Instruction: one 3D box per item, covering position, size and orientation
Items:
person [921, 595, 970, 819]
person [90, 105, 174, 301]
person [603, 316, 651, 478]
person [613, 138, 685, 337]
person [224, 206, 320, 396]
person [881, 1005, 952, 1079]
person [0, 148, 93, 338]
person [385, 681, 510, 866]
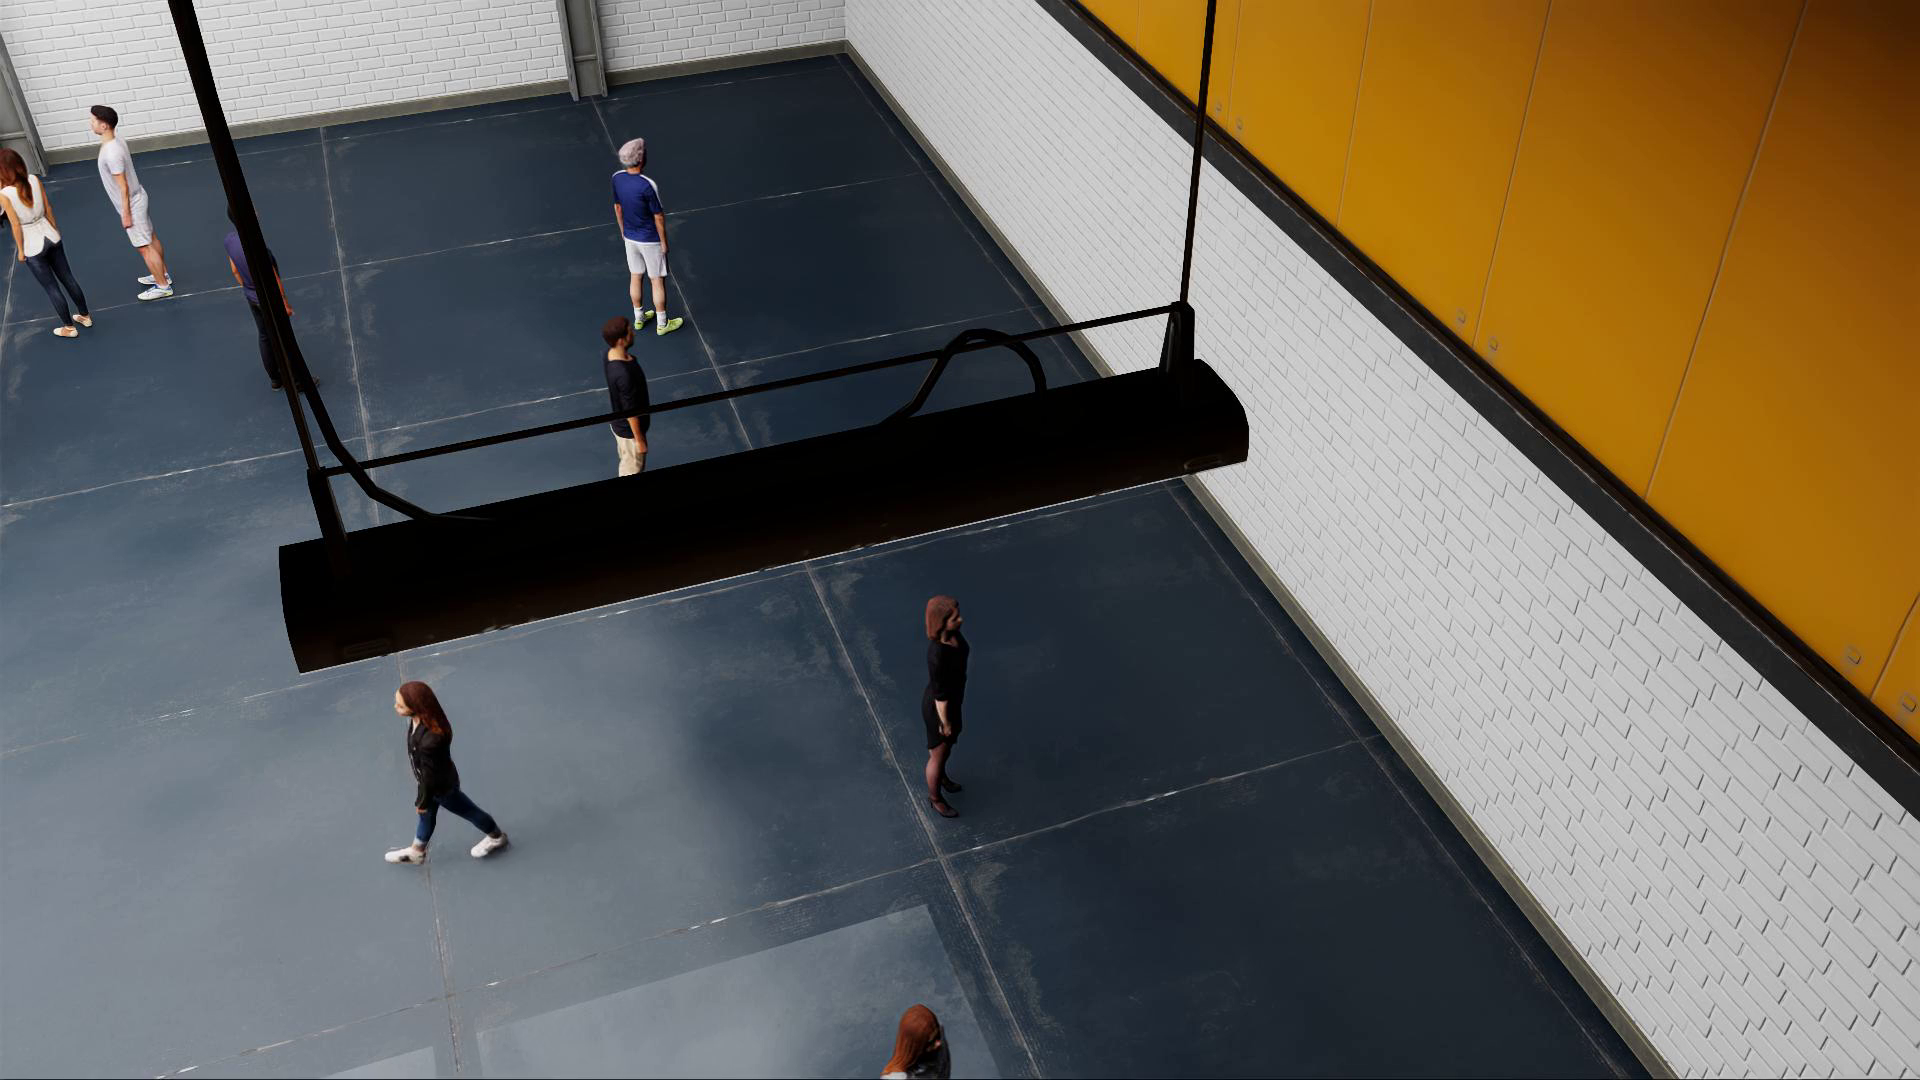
[{"bbox_3d":[-0.106,1.009,10.225,0.650,1.706,0.656,5,39,7],"label":"person"},{"bbox_3d":[-7.607,-3.109,15.261,0.545,1.855,0.669,-13,40,-15],"label":"person"},{"bbox_3d":[-2.479,-0.843,12.427,0.553,1.851,0.637,-14,41,-17],"label":"person"},{"bbox_3d":[-2.811,-2.692,14.755,0.706,1.836,0.755,18,42,21],"label":"person"},{"bbox_3d":[-5.846,-2.034,13.965,0.710,1.793,0.754,19,42,22],"label":"person"},{"bbox_3d":[-0.206,2.780,8.012,0.739,1.701,0.676,17,42,20],"label":"person"},{"bbox_3d":[-8.122,-2.621,14.707,0.731,1.785,0.677,15,41,18],"label":"person"},{"bbox_3d":[-3.040,1.406,9.939,0.969,1.443,0.648,-18,42,-21],"label":"person"}]
